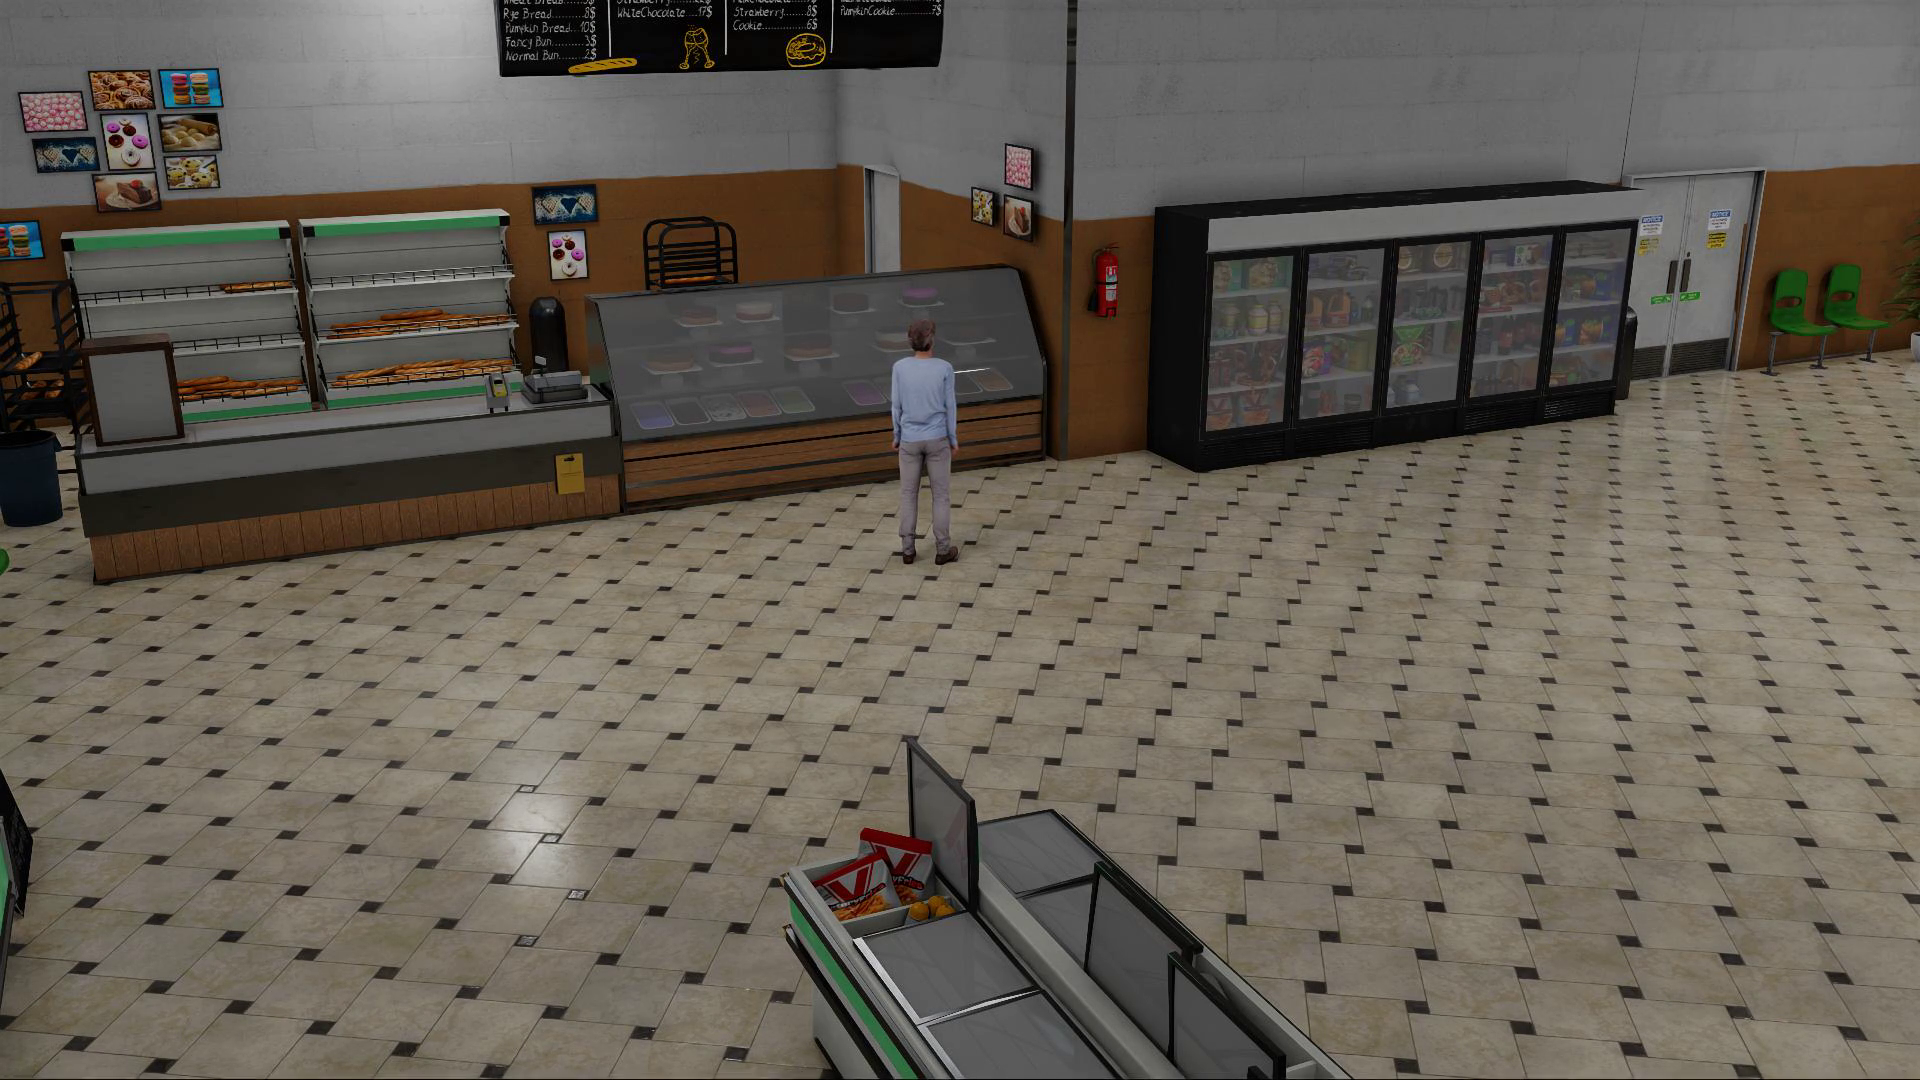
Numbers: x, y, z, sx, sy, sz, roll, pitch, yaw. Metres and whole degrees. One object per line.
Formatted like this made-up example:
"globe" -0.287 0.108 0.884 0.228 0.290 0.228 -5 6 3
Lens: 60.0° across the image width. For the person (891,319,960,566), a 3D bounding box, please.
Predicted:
"person" -0.269 -0.745 12.623 0.757 1.893 0.770 3 19 8
